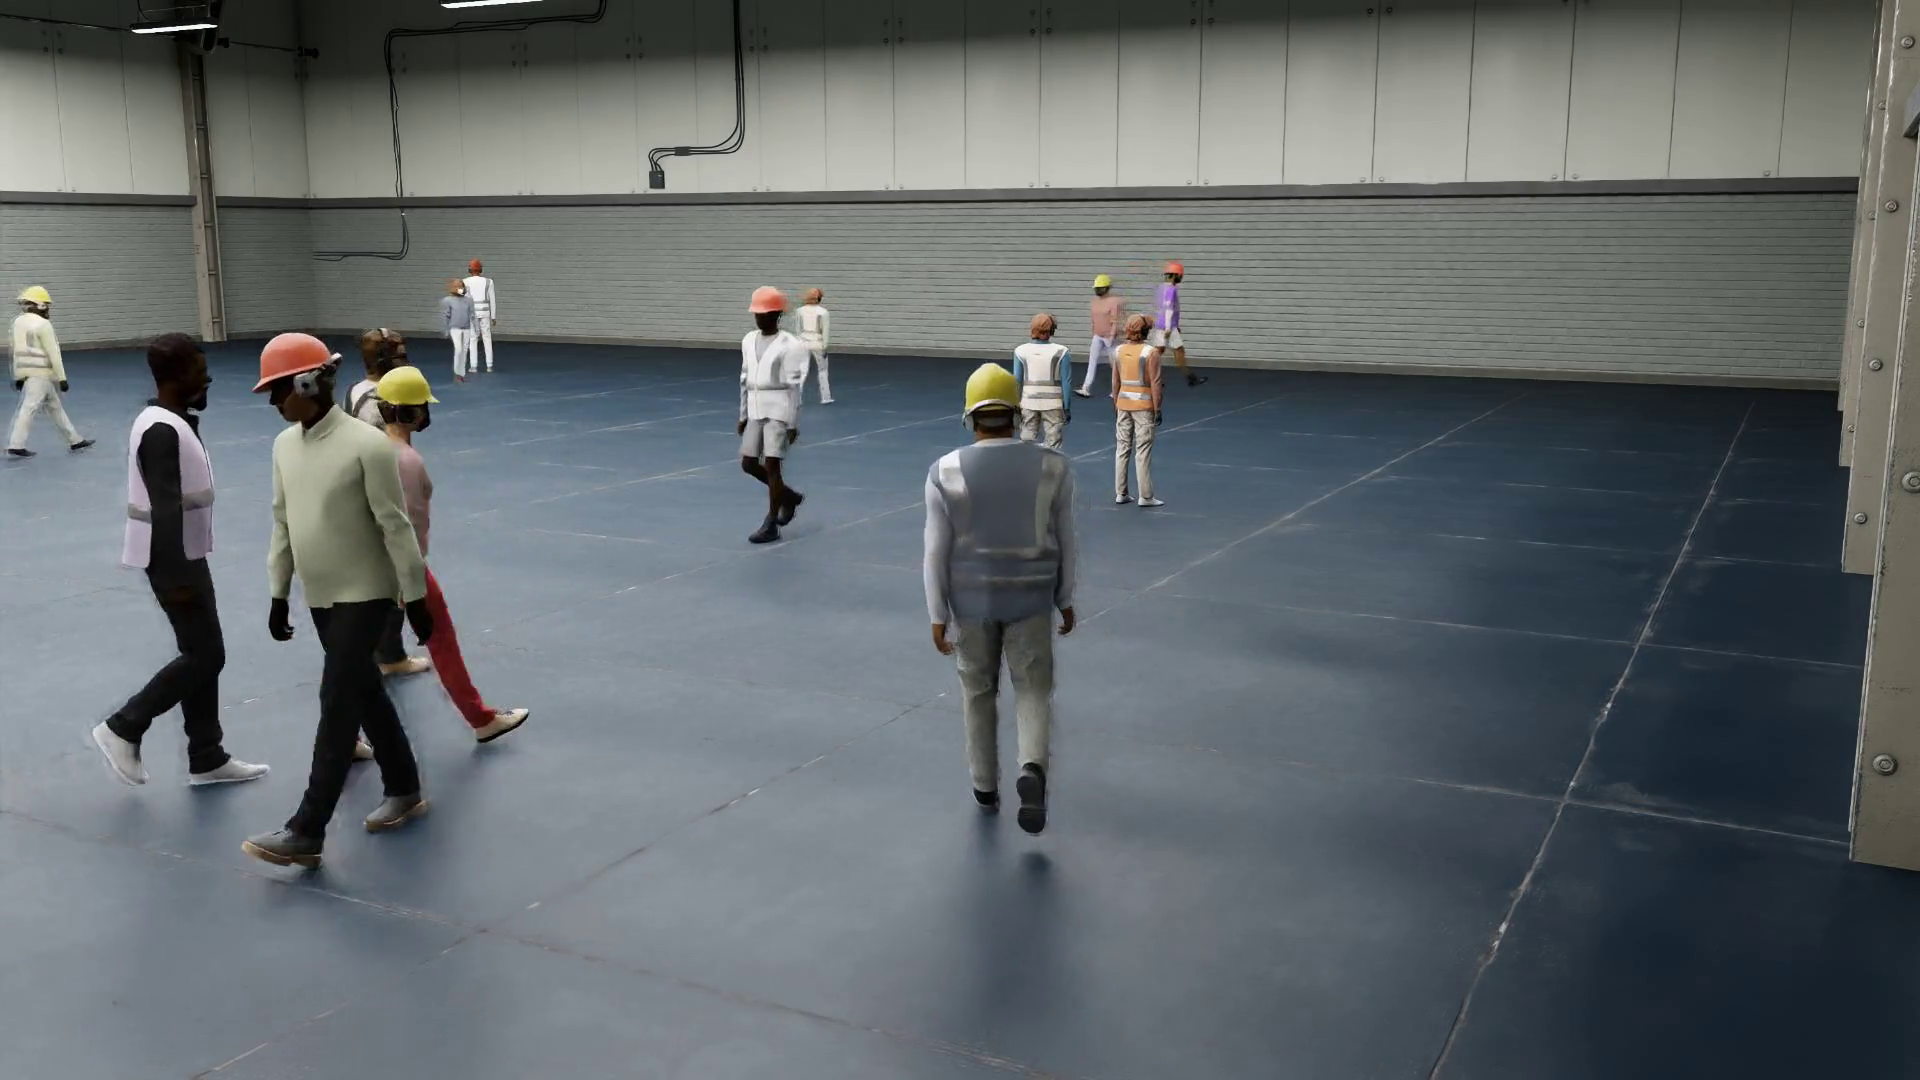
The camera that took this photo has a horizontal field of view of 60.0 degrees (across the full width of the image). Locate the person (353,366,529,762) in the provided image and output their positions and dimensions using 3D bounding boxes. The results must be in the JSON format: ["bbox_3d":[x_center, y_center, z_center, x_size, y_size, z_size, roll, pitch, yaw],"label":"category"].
[{"bbox_3d":[-2.415,0.105,7.324,0.904,1.722,0.527,-10,14,-43],"label":"person"}]

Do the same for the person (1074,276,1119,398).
[{"bbox_3d":[1.995,-2.840,23.385,0.538,1.717,0.896,9,14,41],"label":"person"}]

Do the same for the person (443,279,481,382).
[{"bbox_3d":[-7.803,-3.277,26.084,0.503,1.615,0.500,-9,14,-42],"label":"person"}]

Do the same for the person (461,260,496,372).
[{"bbox_3d":[-8.111,-3.764,27.995,0.587,1.883,0.342,-5,11,-23],"label":"person"}]

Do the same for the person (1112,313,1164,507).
[{"bbox_3d":[1.503,-1.099,14.129,0.310,1.642,0.514,-10,14,-44],"label":"person"}]

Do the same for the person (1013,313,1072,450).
[{"bbox_3d":[0.699,-1.107,14.174,0.517,1.639,0.314,3,11,17],"label":"person"}]

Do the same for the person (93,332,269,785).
[{"bbox_3d":[-3.249,0.101,6.859,0.550,1.904,0.634,-4,11,-18],"label":"person"}]

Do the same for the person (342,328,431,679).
[{"bbox_3d":[-2.948,-0.182,8.619,0.410,1.823,0.539,-10,14,-44],"label":"person"}]

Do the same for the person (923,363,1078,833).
[{"bbox_3d":[0.160,0.231,6.412,0.607,1.814,0.682,-1,10,-3],"label":"person"}]

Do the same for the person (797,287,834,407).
[{"bbox_3d":[-2.003,-2.603,22.421,0.514,1.604,0.827,4,11,22],"label":"person"}]

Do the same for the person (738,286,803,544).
[{"bbox_3d":[-1.409,-0.951,12.540,0.569,1.923,0.602,7,13,35],"label":"person"}]

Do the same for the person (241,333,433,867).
[{"bbox_3d":[-2.376,0.219,6.141,0.658,1.932,0.977,6,12,30],"label":"person"}]

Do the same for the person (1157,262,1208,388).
[{"bbox_3d":[3.244,-3.223,25.026,0.977,1.883,0.570,-1,10,-3],"label":"person"}]

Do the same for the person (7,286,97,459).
[{"bbox_3d":[-9.538,-1.740,17.288,0.616,1.769,0.983,7,13,35],"label":"person"}]
